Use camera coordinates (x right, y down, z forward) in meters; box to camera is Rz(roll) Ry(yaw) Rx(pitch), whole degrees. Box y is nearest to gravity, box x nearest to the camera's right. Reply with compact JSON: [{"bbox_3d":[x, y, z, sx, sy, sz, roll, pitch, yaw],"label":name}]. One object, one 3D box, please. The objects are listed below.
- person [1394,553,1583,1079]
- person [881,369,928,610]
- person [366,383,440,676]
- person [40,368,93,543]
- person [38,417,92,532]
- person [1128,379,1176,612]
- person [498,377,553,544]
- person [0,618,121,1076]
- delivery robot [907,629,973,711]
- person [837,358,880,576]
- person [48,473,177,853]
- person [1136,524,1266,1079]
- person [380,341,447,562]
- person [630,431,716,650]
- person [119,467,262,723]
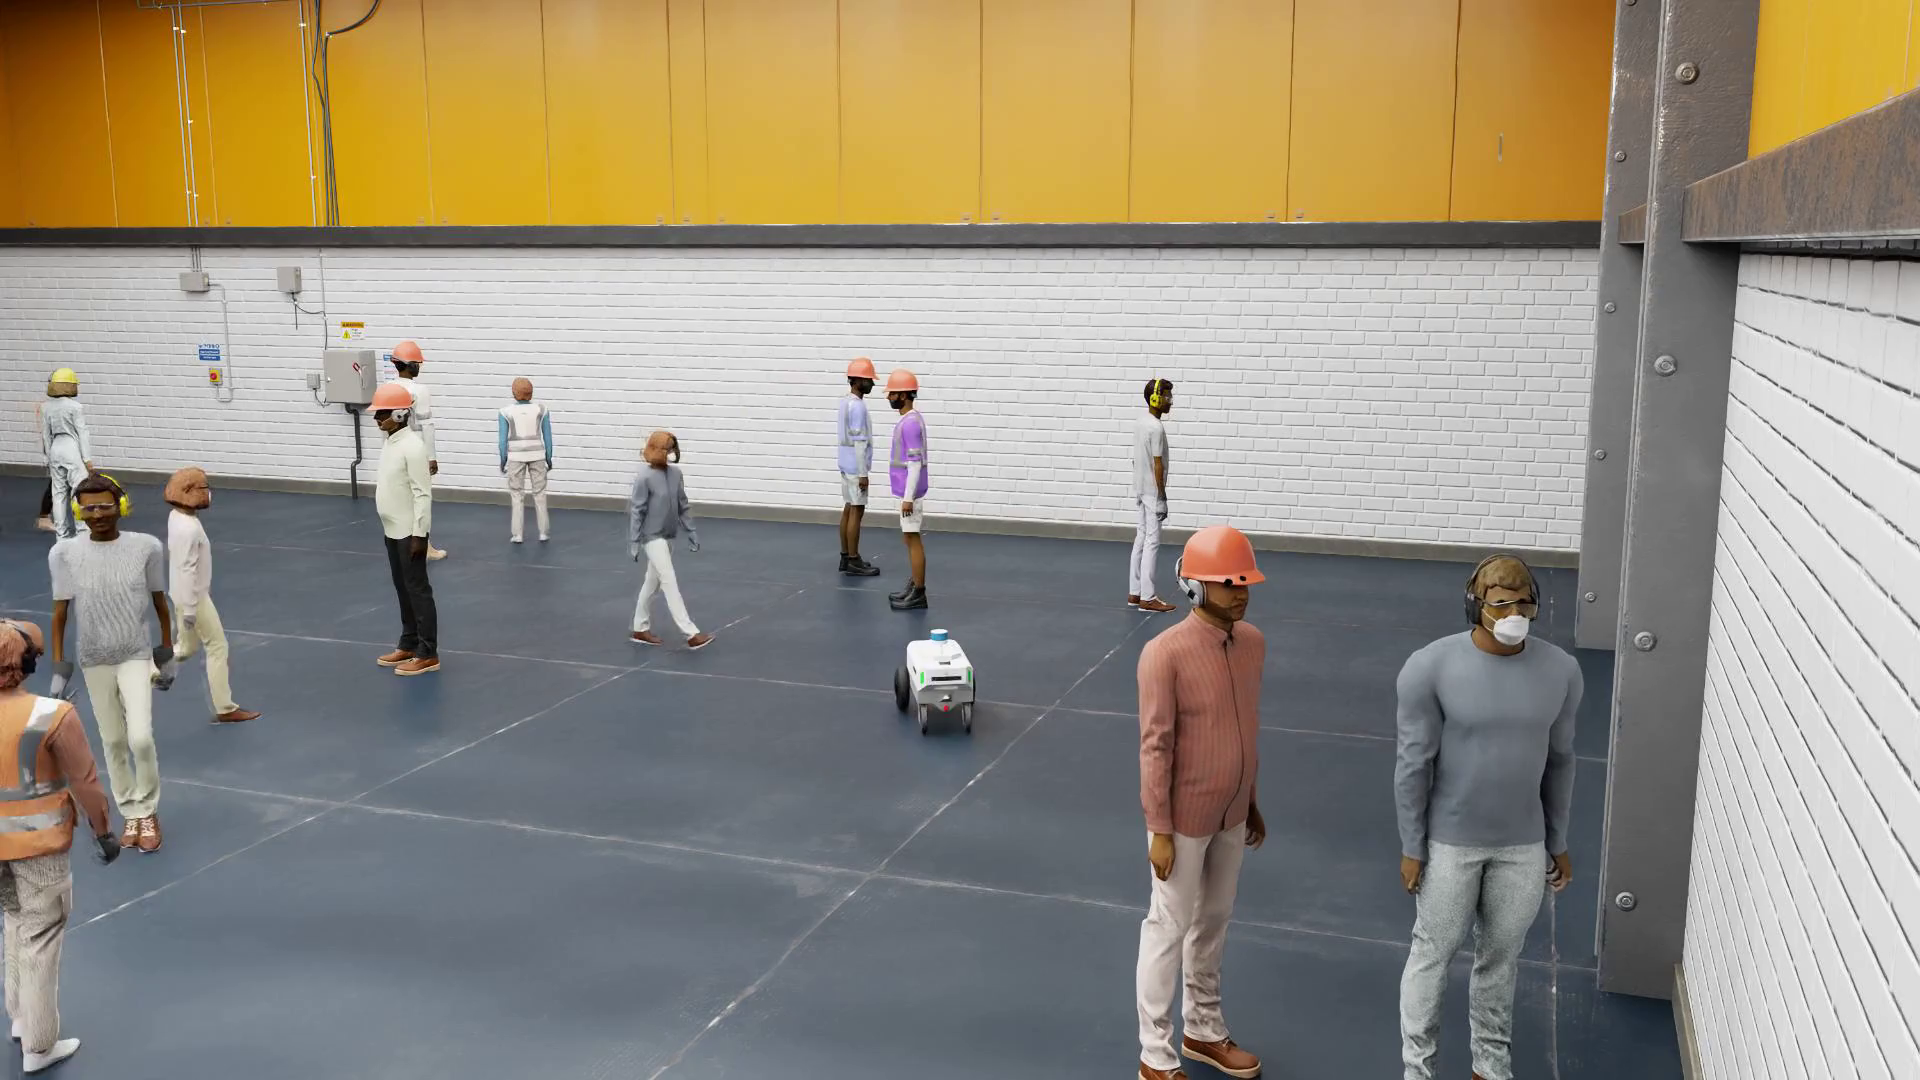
[{"bbox_3d":[1.734,0.996,5.497,0.628,1.940,0.378,-1,10,-7],"label":"person"},{"bbox_3d":[-0.444,-0.402,13.384,0.378,1.935,0.556,-1,10,-3],"label":"person"},{"bbox_3d":[-3.813,-0.077,11.379,0.389,1.992,0.625,-8,13,-36],"label":"person"},{"bbox_3d":[-8.644,-0.796,16.162,0.483,1.735,0.311,2,10,13],"label":"person"},{"bbox_3d":[-9.036,-0.888,16.907,0.892,1.639,0.542,-1,10,-3],"label":"person"},{"bbox_3d":[1.544,-0.361,13.353,0.314,1.862,0.532,-2,10,-14],"label":"person"},{"bbox_3d":[-4.256,-0.779,16.334,0.520,1.639,0.310,-4,11,-20],"label":"person"},{"bbox_3d":[-3.296,1.072,5.966,0.528,1.625,0.522,1,10,6],"label":"person"},{"bbox_3d":[-0.128,0.796,10.259,0.477,0.478,0.707,-1,10,-8],"label":"delivery robot"},{"bbox_3d":[-0.895,-0.650,14.777,0.373,1.933,0.550,-3,10,-16],"label":"person"},{"bbox_3d":[-4.063,0.602,7.960,0.532,1.848,0.579,-3,11,-19],"label":"person"},{"bbox_3d":[0.849,0.929,5.714,0.612,1.995,0.388,-9,14,-42],"label":"person"},{"bbox_3d":[-5.071,-0.813,15.394,0.611,2.043,0.374,5,11,26],"label":"person"},{"bbox_3d":[-2.083,0.006,12.021,0.829,1.586,0.525,5,11,25],"label":"person"},{"bbox_3d":[-4.697,0.355,10.037,0.718,1.608,0.510,-6,12,-32],"label":"person"}]
